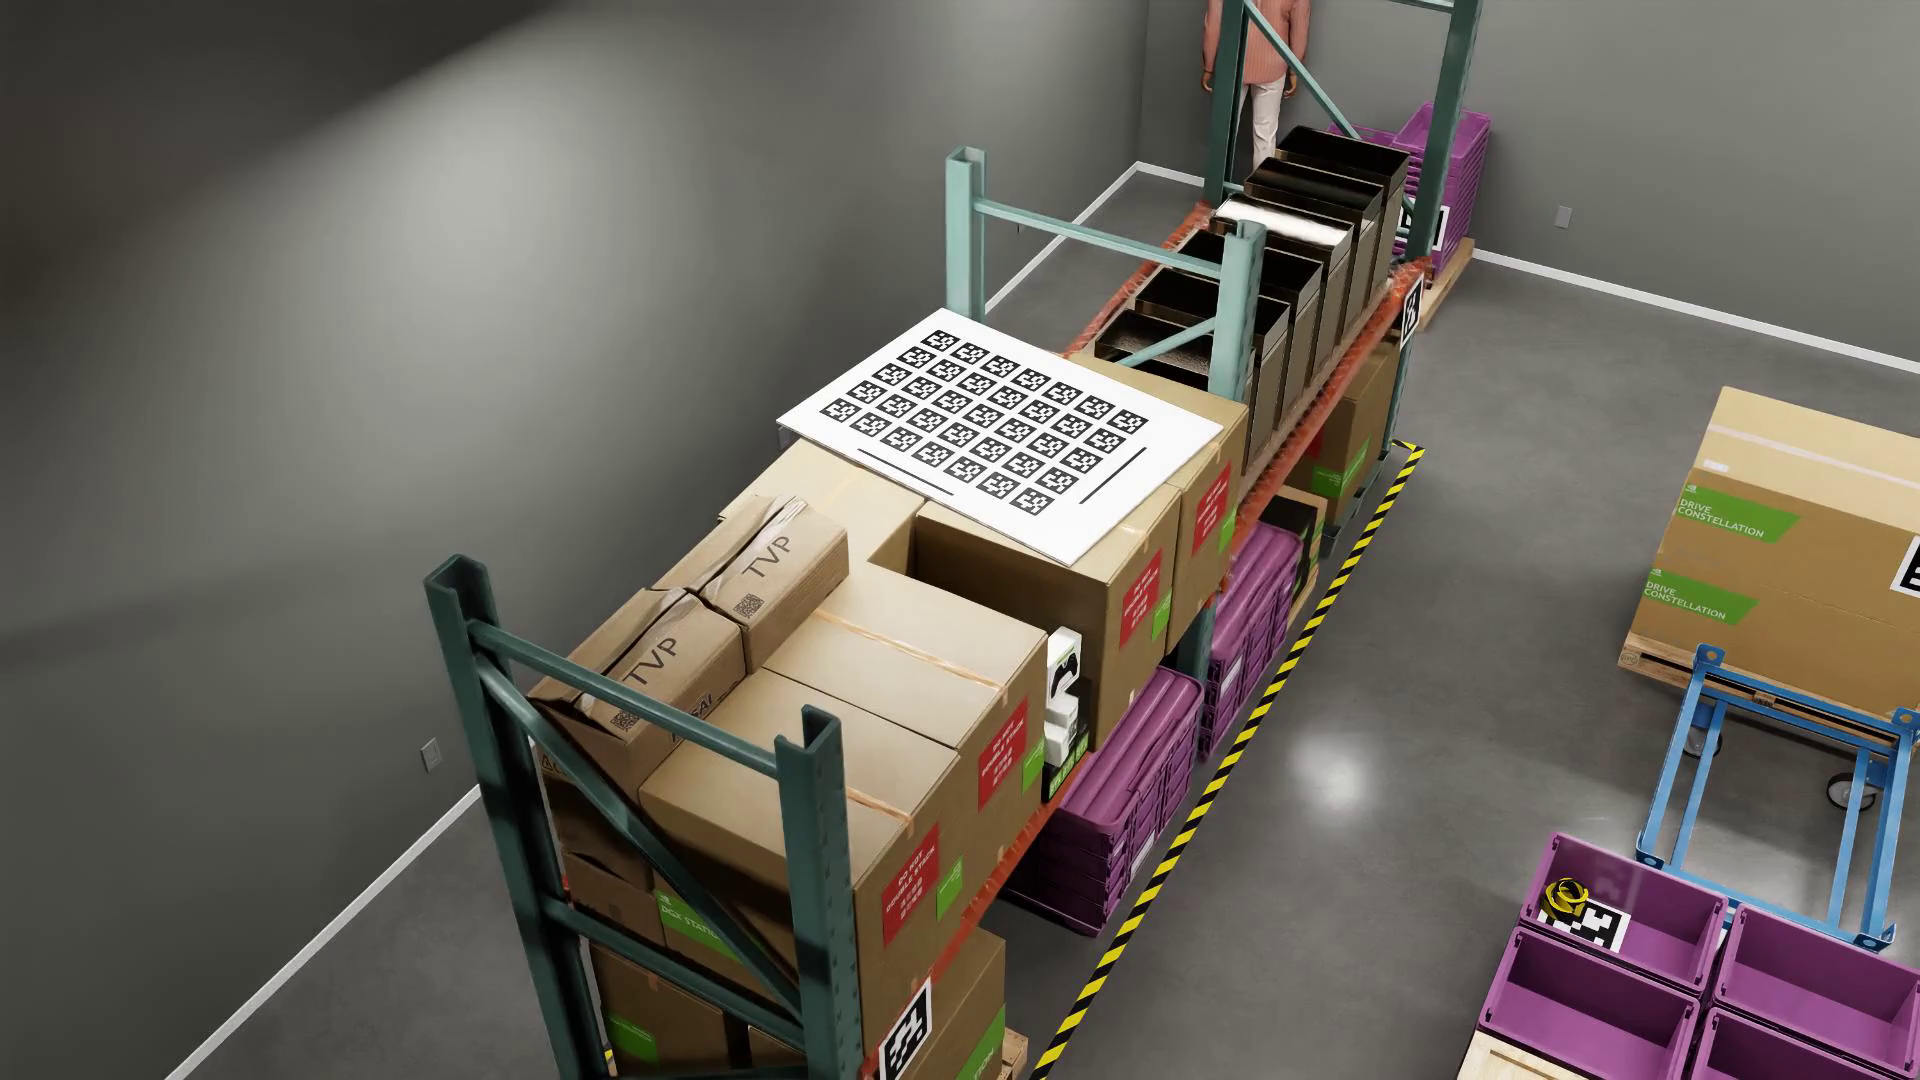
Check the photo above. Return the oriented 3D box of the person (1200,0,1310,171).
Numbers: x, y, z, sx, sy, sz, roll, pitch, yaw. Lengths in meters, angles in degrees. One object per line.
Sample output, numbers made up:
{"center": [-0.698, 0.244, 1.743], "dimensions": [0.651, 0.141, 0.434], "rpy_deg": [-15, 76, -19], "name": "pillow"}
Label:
{"center": [1.741, -2.831, 9.928], "dimensions": [0.615, 1.994, 0.381], "rpy_deg": [4, 40, 5], "name": "person"}
